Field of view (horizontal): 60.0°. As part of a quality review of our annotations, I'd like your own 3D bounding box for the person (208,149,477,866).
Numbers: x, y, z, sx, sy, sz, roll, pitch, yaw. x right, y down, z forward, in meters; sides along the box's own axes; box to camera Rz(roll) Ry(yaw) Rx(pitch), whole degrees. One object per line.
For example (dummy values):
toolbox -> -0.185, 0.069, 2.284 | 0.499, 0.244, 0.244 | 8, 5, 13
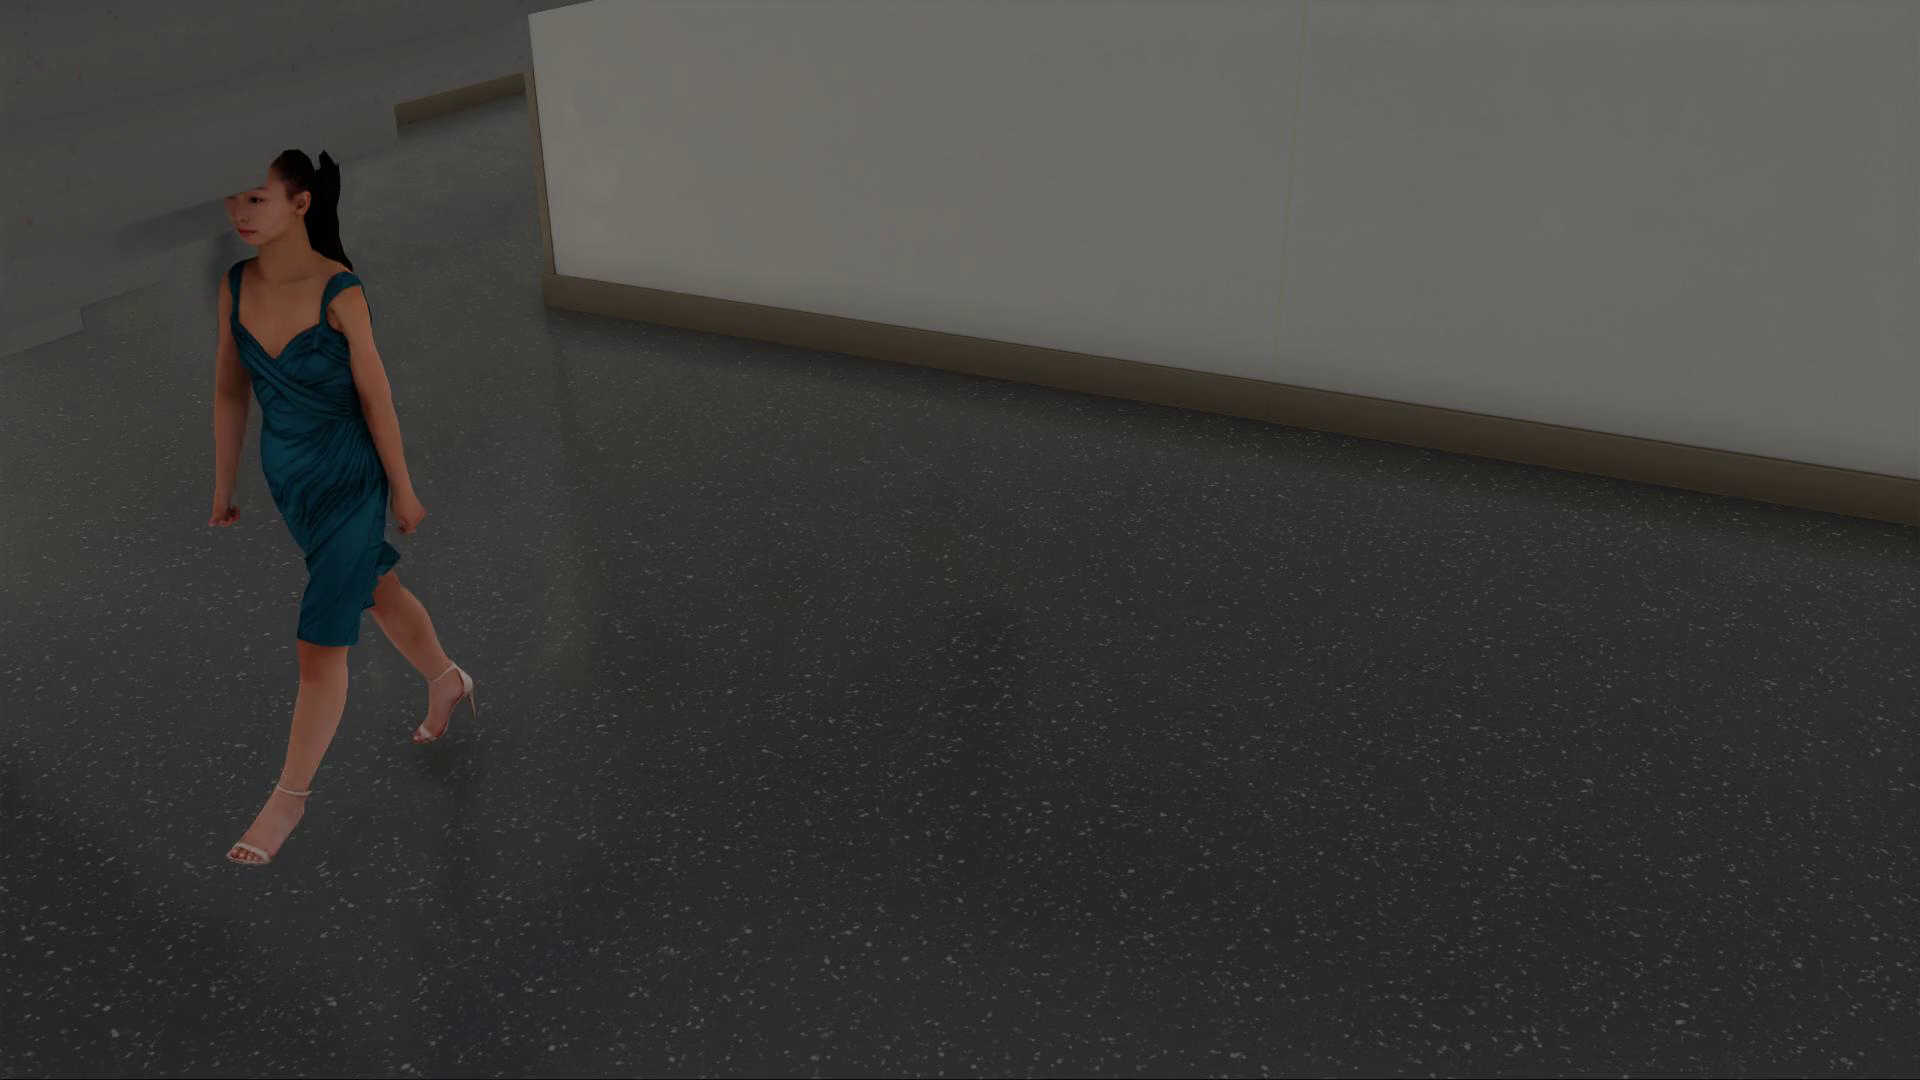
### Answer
person -> -1.426, -0.113, 3.939 | 0.996, 1.631, 0.655 | 12, 28, 23
